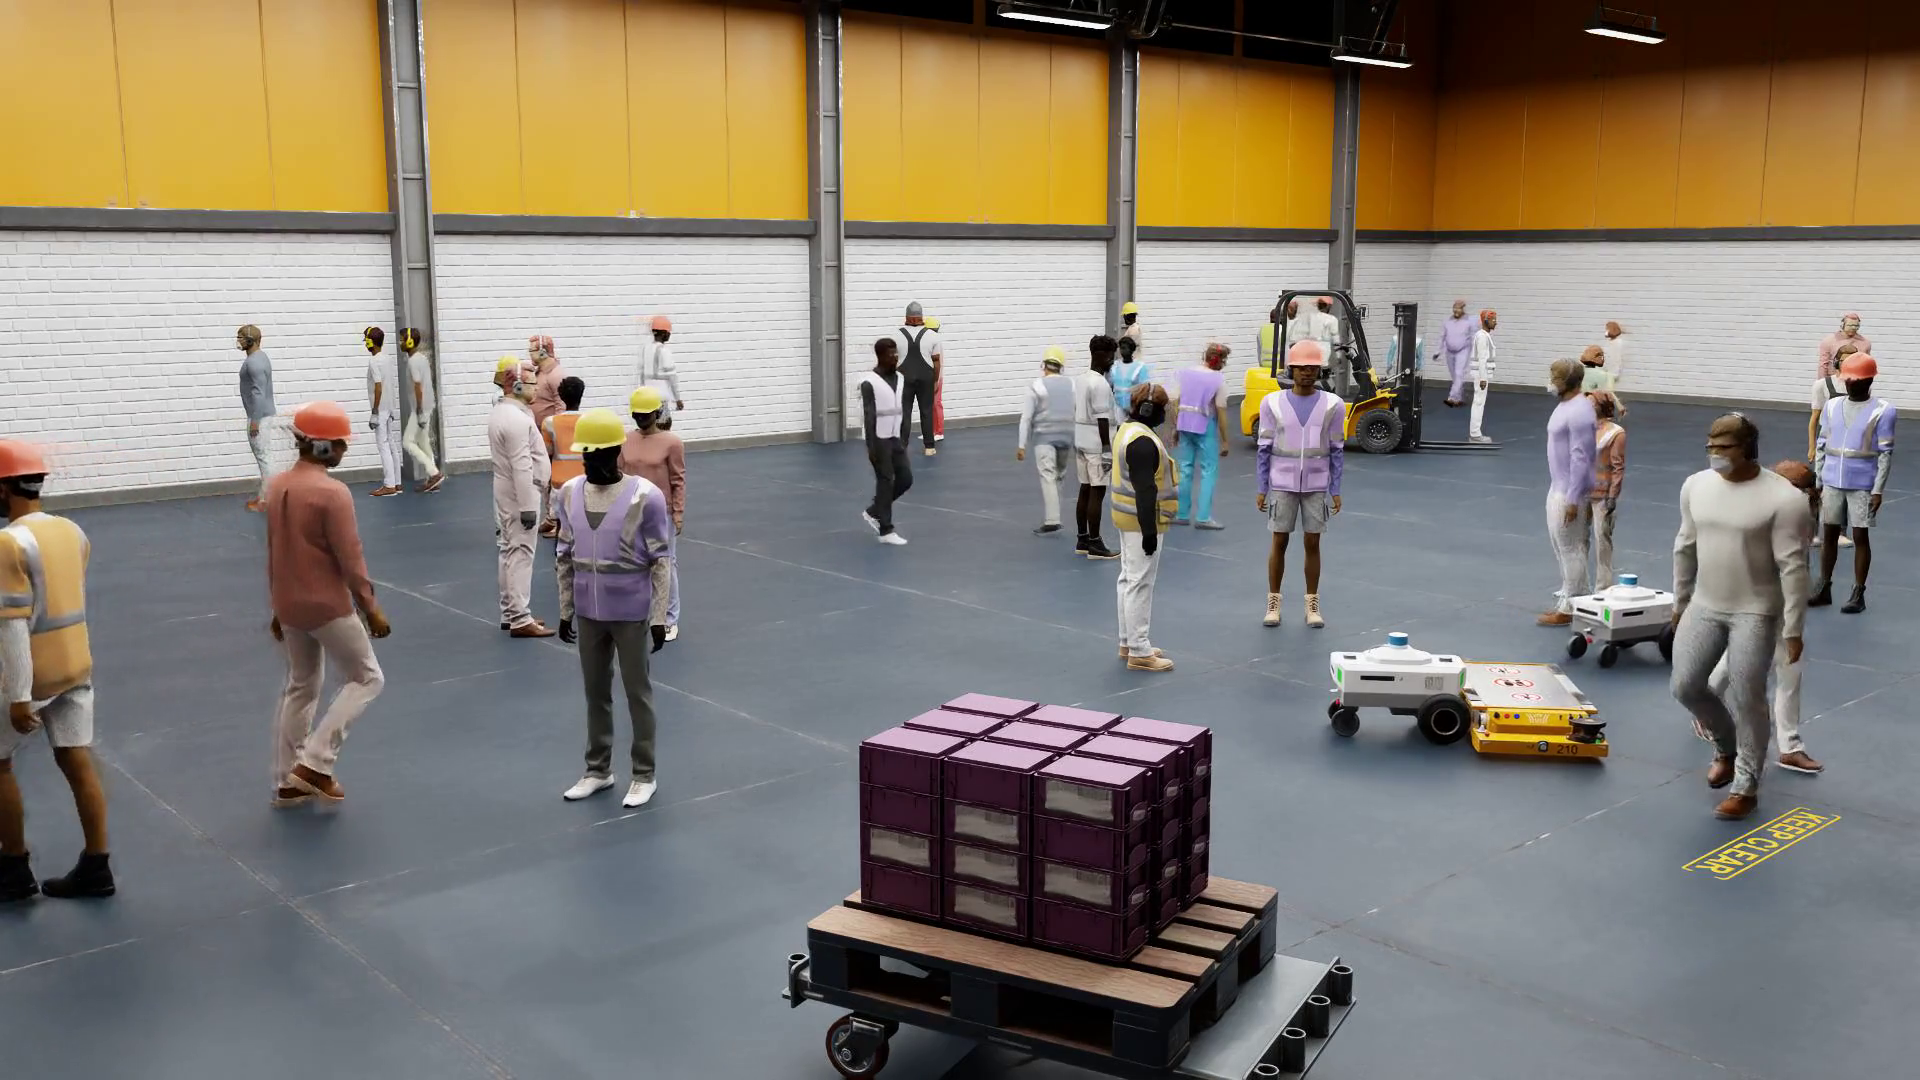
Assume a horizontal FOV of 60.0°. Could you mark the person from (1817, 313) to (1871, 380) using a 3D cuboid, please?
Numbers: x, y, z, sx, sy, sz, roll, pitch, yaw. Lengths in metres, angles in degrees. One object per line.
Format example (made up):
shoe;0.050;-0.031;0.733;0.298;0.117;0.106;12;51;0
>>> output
person;11.478;-1.990;21.597;0.641;1.905;0.410;1;10;5

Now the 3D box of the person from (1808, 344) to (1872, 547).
person;7.957;-0.848;15.073;0.514;1.844;0.327;1;10;4

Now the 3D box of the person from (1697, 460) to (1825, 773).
person;4.214;0.363;8.731;0.552;1.590;0.868;-3;10;-15

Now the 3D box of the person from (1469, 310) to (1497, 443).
person;7.387;-2.306;23.499;0.337;1.881;0.584;3;10;17

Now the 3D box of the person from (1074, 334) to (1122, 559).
person;1.200;-0.815;14.551;0.380;1.958;0.603;-3;10;-16

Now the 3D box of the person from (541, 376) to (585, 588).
person;-3.050;-0.450;13.189;0.531;1.700;0.333;1;10;4

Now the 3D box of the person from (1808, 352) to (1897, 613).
person;6.599;-0.427;12.349;0.361;1.935;0.544;-7;12;-36

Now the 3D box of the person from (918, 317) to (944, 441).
person;-0.405;-2.298;23.798;0.312;1.768;0.522;-4;11;-23

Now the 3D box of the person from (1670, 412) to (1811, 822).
person;3.677;0.358;7.834;0.479;1.917;0.717;-7;12;-35

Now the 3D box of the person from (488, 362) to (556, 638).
person;-3.042;-0.280;11.580;0.402;1.904;0.652;-4;11;-25

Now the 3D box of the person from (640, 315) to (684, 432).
person;-3.579;-1.765;20.241;0.736;1.909;0.548;-8;12;-38

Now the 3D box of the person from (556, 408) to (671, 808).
person;-1.677;0.327;7.964;0.594;1.922;0.386;4;10;20

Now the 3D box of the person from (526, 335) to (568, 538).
person;-3.880;-0.971;15.634;0.399;1.903;0.644;-6;11;-32

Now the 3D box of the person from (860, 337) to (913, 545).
person;-0.687;-0.906;15.245;0.457;1.903;0.615;6;11;31

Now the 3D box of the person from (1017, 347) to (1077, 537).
person;0.866;-0.945;15.906;0.642;1.770;0.891;-4;11;-24

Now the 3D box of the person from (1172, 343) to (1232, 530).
person;2.299;-1.009;16.145;0.397;1.809;0.687;-9;13;-43

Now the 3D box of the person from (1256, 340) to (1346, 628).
person;2.413;-0.392;11.817;0.612;2.048;0.363;1;10;7

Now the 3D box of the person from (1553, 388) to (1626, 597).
person;4.834;-0.341;12.709;0.307;1.641;0.514;-5;11;-28

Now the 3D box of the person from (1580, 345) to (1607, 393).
person;7.178;-1.408;18.974;0.267;1.631;0.508;-5;11;-25

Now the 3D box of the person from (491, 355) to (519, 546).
person;-4.092;-0.817;15.188;0.312;1.744;0.487;1;10;5

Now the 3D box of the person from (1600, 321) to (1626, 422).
person;10.209;-2.613;26.067;0.401;1.620;0.530;-1;10;-7

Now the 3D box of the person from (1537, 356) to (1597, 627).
person;4.336;-0.345;11.859;0.358;1.936;0.637;2;10;9

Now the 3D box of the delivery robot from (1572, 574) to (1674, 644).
delivery robot;4.359;0.468;10.869;0.707;0.478;0.477;-4;11;-24

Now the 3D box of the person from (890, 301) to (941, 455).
person;-0.594;-2.140;22.067;0.686;2.000;0.538;0;10;1

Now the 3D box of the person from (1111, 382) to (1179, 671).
person;1.184;-0.091;10.673;0.429;1.840;0.624;-1;10;-3

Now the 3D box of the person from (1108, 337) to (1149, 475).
person;1.968;-1.593;19.948;0.553;1.655;0.819;5;11;26

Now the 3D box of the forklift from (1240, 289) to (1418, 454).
forklift;5.034;-2.339;22.783;2.313;2.155;1.214;3;10;16

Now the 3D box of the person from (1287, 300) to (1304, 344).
person;5.714;-3.186;28.665;0.500;1.875;0.608;-3;10;-18

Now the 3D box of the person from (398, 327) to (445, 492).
person;-6.022;-1.435;18.484;0.391;1.856;0.498;0;10;-2

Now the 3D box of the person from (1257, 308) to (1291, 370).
person;4.891;-2.670;25.771;0.429;1.839;0.623;-8;12;-39

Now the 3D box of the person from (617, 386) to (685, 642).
person;-2.134;-0.176;11.396;0.522;1.761;0.321;2;10;13

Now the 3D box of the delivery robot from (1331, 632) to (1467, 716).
delivery robot;2.411;0.755;9.187;0.707;0.478;0.477;1;10;8

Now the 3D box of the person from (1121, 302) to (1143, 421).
person;2.662;-2.733;25.867;0.362;1.928;0.587;1;10;5

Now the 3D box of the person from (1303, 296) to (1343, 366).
person;6.098;-3.116;27.887;0.825;2.005;0.618;-8;12;-38

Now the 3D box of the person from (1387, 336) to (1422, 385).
person;7.298;-2.814;27.318;0.531;1.600;0.832;3;10;18

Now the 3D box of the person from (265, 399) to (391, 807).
person;-3.027;0.318;7.877;0.634;1.966;0.458;7;12;37

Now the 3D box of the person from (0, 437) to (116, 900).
person;-3.829;0.539;6.769;0.735;1.907;0.564;1;10;7

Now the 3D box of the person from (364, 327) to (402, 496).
person;-6.383;-1.412;18.328;0.312;1.863;0.535;0;10;1

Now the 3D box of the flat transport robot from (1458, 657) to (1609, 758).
flat transport robot;3.134;0.917;9.347;0.652;0.197;1.431;1;10;8

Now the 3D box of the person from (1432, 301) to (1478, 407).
person;8.647;-3.244;29.078;0.995;1.855;0.661;-9;13;-44

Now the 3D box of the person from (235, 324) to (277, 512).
person;-7.280;-1.261;17.224;0.371;1.940;0.630;-4;10;-21
